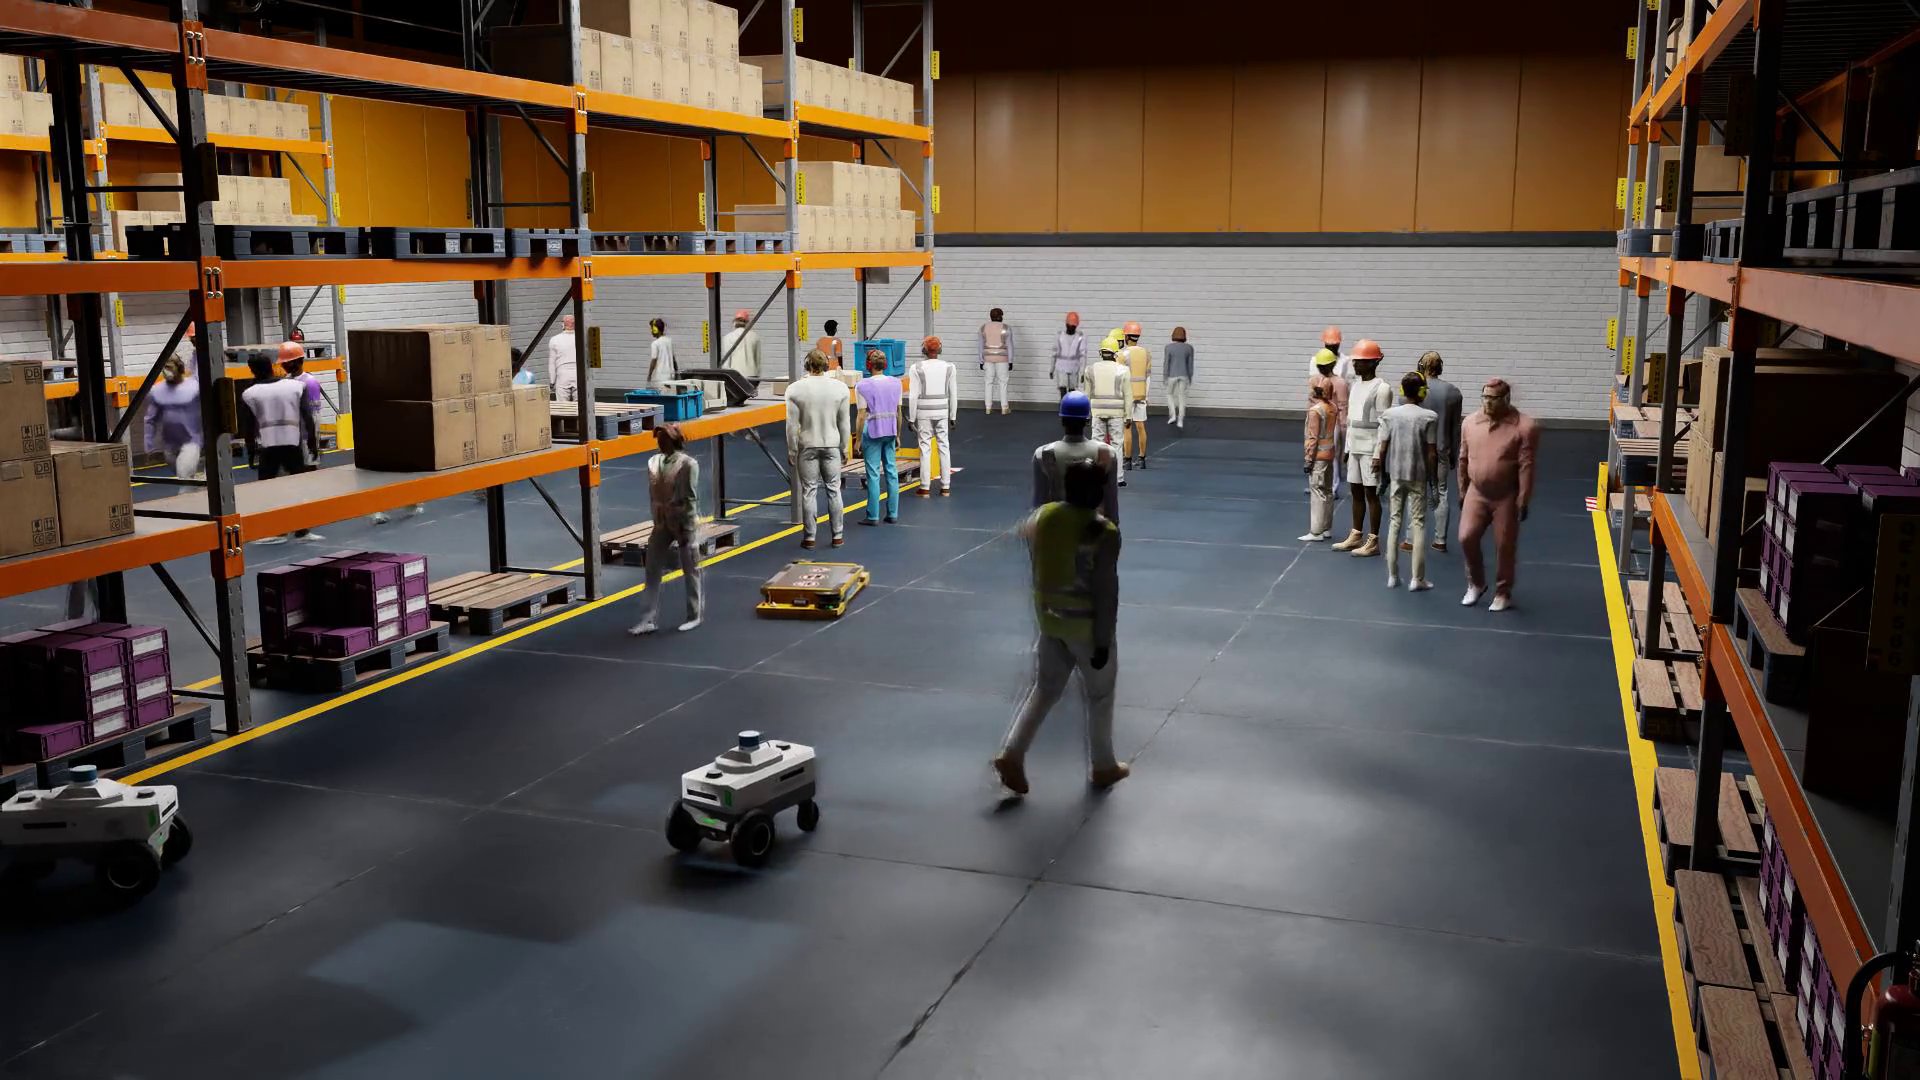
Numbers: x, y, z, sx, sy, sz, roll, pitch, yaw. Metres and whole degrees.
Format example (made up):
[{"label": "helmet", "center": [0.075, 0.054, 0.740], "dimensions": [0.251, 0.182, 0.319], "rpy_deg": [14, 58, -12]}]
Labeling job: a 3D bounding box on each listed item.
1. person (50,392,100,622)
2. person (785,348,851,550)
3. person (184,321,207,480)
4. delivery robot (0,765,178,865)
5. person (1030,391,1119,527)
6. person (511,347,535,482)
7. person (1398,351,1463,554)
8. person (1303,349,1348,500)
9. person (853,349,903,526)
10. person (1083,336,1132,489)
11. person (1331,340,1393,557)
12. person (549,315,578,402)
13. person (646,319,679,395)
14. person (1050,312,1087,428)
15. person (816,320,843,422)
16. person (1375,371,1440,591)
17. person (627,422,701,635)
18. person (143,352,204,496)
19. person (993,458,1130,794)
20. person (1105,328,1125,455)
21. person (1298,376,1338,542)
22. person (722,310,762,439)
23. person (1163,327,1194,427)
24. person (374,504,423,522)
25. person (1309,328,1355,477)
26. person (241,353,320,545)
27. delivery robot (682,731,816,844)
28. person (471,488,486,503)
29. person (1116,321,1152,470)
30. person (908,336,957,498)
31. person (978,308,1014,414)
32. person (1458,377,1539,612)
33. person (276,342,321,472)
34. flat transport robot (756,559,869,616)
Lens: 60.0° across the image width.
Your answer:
[{"label": "person", "center": [-6.651, -0.231, 12.713], "dimensions": [0.525, 1.824, 0.849], "rpy_deg": [2, 10, 10]}, {"label": "person", "center": [-1.366, -0.871, 16.011], "dimensions": [0.629, 1.940, 0.379], "rpy_deg": [-2, 10, -11]}, {"label": "person", "center": [-9.196, -1.675, 20.260], "dimensions": [0.607, 2.040, 0.378], "rpy_deg": [8, 13, 38]}, {"label": "delivery robot", "center": [-3.977, 1.270, 7.587], "dimensions": [0.707, 0.478, 0.477], "rpy_deg": [-1, 10, -7]}, {"label": "person", "center": [0.775, -0.036, 11.280], "dimensions": [0.603, 1.949, 0.389], "rpy_deg": [-1, 10, -5]}, {"label": "person", "center": [-5.560, -1.578, 20.766], "dimensions": [0.537, 1.672, 0.576], "rpy_deg": [-6, 12, -31]}, {"label": "person", "center": [4.467, -0.833, 15.864], "dimensions": [0.646, 1.927, 0.389], "rpy_deg": [-2, 10, -12]}, {"label": "person", "center": [4.227, -1.345, 19.240], "dimensions": [0.520, 1.741, 0.713], "rpy_deg": [-7, 12, -35]}, {"label": "person", "center": [-0.845, -1.060, 17.333], "dimensions": [0.563, 1.847, 0.390], "rpy_deg": [-7, 12, -35]}, {"label": "person", "center": [1.779, -1.521, 19.969], "dimensions": [0.594, 1.832, 0.403], "rpy_deg": [4, 11, 19]}, {"label": "person", "center": [3.796, -0.860, 15.658], "dimensions": [0.374, 2.044, 0.606], "rpy_deg": [-4, 11, -19]}, {"label": "person", "center": [-5.739, -2.366, 24.567], "dimensions": [0.652, 1.896, 0.401], "rpy_deg": [-4, 11, -20]}, {"label": "person", "center": [-4.557, -2.449, 25.278], "dimensions": [0.998, 1.801, 0.532], "rpy_deg": [4, 11, 22]}, {"label": "person", "center": [1.752, -2.776, 26.985], "dimensions": [0.578, 1.865, 1.023], "rpy_deg": [0, 10, 0]}, {"label": "person", "center": [-2.139, -2.798, 27.557], "dimensions": [0.530, 1.692, 0.321], "rpy_deg": [7, 12, 34]}, {"label": "person", "center": [3.814, -0.498, 14.154], "dimensions": [0.580, 1.864, 0.401], "rpy_deg": [7, 12, 34]}, {"label": "person", "center": [-2.193, -0.069, 12.412], "dimensions": [0.517, 1.607, 0.756], "rpy_deg": [6, 12, 29]}, {"label": "person", "center": [-7.712, -0.910, 16.387], "dimensions": [0.655, 1.880, 1.040], "rpy_deg": [1, 10, 7]}, {"label": "person", "center": [0.562, 0.466, 8.844], "dimensions": [0.628, 1.815, 0.819], "rpy_deg": [9, 14, 42]}, {"label": "person", "center": [2.173, -2.067, 23.236], "dimensions": [0.311, 1.768, 0.532], "rpy_deg": [-4, 11, -20]}, {"label": "person", "center": [3.561, -0.802, 16.452], "dimensions": [0.307, 1.645, 0.513], "rpy_deg": [7, 12, 33]}, {"label": "person", "center": [-3.309, -2.509, 25.244], "dimensions": [0.655, 1.926, 1.063], "rpy_deg": [-4, 11, -22]}, {"label": "person", "center": [3.506, -2.628, 26.804], "dimensions": [0.525, 1.616, 0.434], "rpy_deg": [-2, 10, -10]}, {"label": "person", "center": [-6.051, -1.047, 17.718], "dimensions": [0.493, 1.694, 0.884], "rpy_deg": [1, 10, 6]}, {"label": "person", "center": [4.589, -1.665, 20.605], "dimensions": [0.549, 1.884, 1.008], "rpy_deg": [3, 11, 17]}, {"label": "person", "center": [-6.642, -0.880, 16.255], "dimensions": [0.683, 1.882, 0.375], "rpy_deg": [-5, 11, -24]}, {"label": "delivery robot", "center": [-1.023, 1.174, 8.115], "dimensions": [0.477, 0.478, 0.707], "rpy_deg": [6, 12, 32]}, {"label": "person", "center": [-5.537, -1.375, 18.901], "dimensions": [0.624, 1.905, 1.022], "rpy_deg": [-1, 10, -6]}, {"label": "person", "center": [2.230, -1.872, 21.650], "dimensions": [0.542, 1.938, 0.358], "rpy_deg": [-6, 12, -31]}, {"label": "person", "center": [-0.320, -1.429, 19.306], "dimensions": [0.586, 1.882, 0.340], "rpy_deg": [-3, 11, -18]}, {"label": "person", "center": [0.630, -3.096, 28.831], "dimensions": [0.623, 1.840, 0.430], "rpy_deg": [3, 11, 16]}, {"label": "person", "center": [4.259, -0.356, 13.261], "dimensions": [0.661, 1.889, 0.460], "rpy_deg": [8, 13, 37]}, {"label": "person", "center": [-6.884, -1.098, 17.323], "dimensions": [0.543, 1.928, 0.374], "rpy_deg": [7, 12, 35]}, {"label": "flat transport robot", "center": [-1.190, 0.380, 13.665], "dimensions": [0.652, 0.197, 1.431], "rpy_deg": [1, 10, 7]}]
